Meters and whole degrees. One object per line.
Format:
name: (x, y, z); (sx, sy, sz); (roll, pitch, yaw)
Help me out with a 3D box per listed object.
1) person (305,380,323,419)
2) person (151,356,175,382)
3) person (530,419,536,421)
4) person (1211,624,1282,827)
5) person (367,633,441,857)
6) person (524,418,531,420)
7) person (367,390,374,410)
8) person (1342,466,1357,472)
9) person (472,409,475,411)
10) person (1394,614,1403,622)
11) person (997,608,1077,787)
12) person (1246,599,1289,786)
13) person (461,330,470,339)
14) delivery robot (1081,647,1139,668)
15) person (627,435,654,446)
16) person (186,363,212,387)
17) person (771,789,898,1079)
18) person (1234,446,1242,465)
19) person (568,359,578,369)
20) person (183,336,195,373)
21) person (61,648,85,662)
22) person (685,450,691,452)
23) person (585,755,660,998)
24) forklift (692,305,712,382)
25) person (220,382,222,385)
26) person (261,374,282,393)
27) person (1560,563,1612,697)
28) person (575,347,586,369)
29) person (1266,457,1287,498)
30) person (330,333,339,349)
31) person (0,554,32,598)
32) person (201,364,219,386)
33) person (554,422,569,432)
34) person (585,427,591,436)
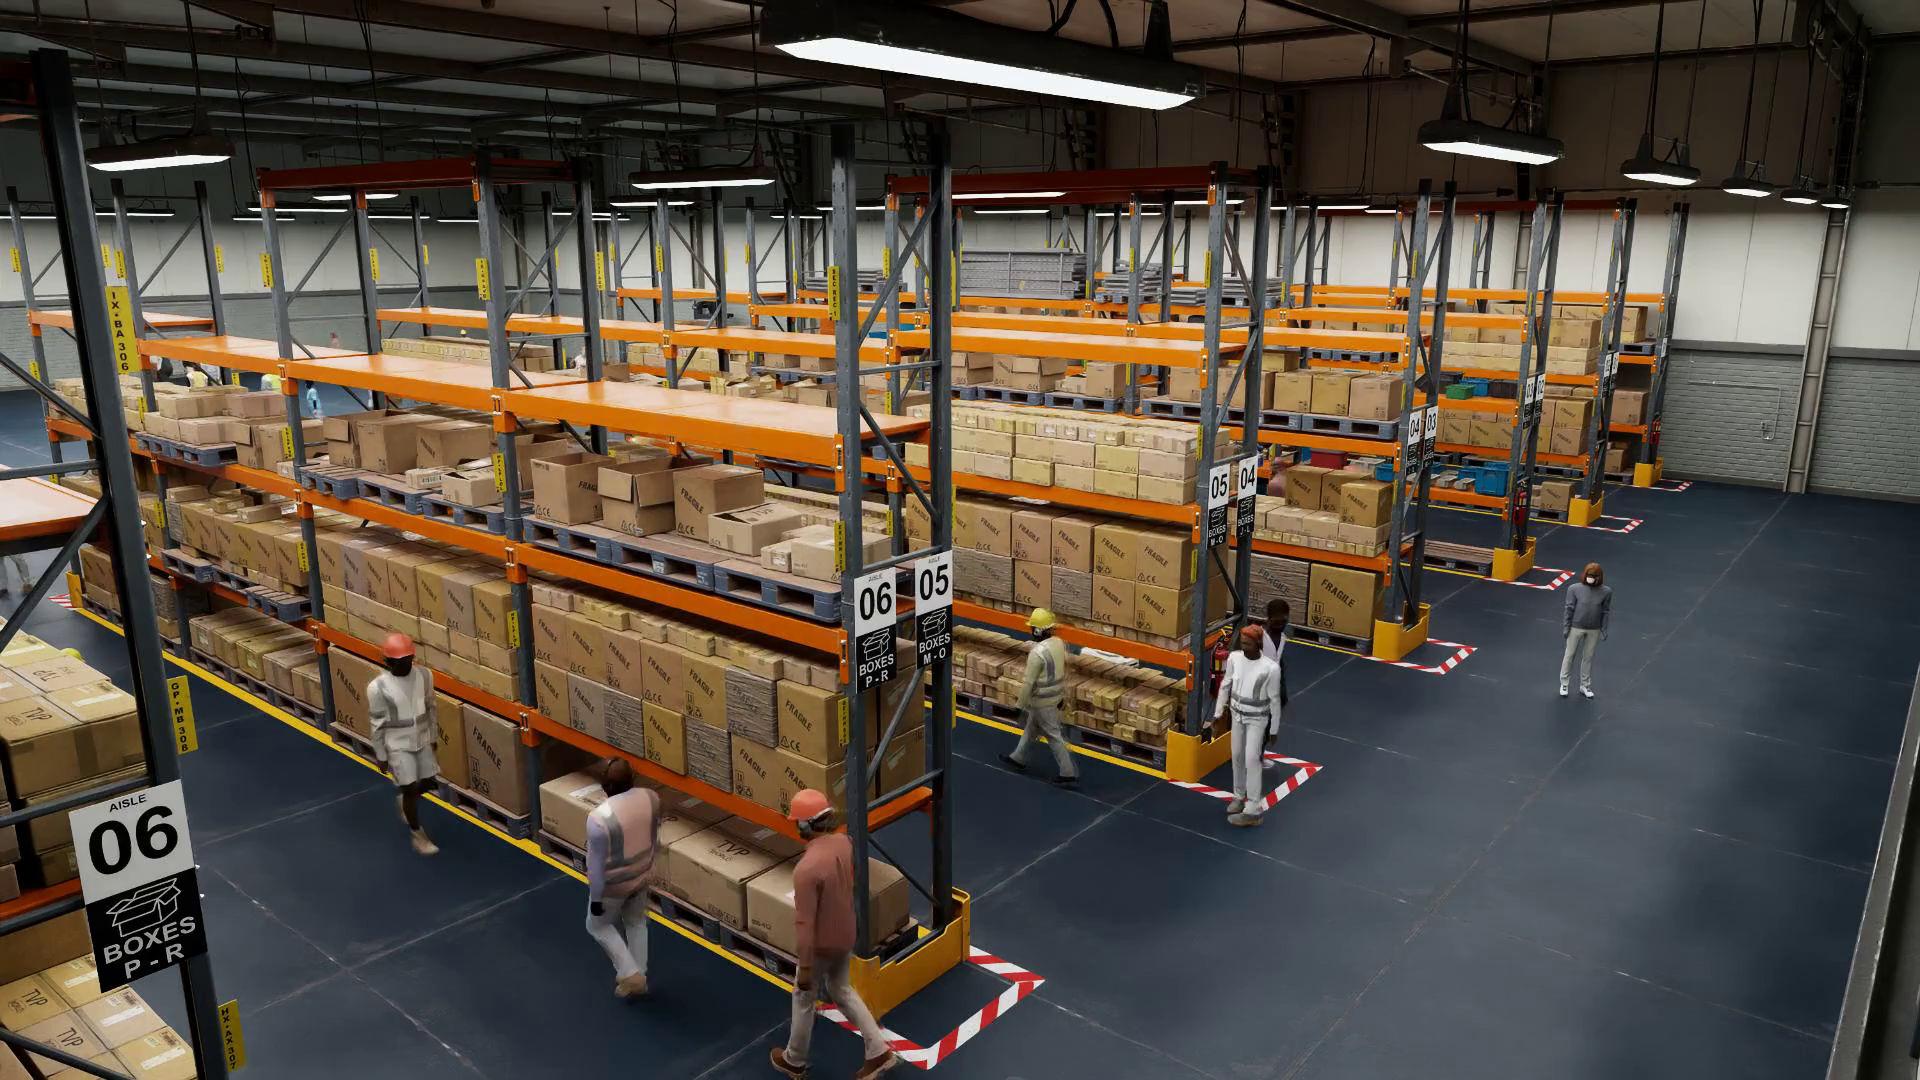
person: (-17.061, -3.458, 33.400); (0.400, 1.661, 0.601); (-8, 16, -30)
person: (-25.648, -5.407, 40.707); (1.008, 2.000, 0.696); (-1, 14, -4)
person: (-11.627, -3.719, 33.844); (0.636, 1.953, 0.563); (9, 16, 33)
person: (2.662, 1.698, 11.755); (0.501, 1.869, 0.586); (-9, 16, -33)
person: (-4.912, 1.769, 11.138); (0.657, 2.026, 0.613); (10, 17, 36)
person: (-10.676, -2.998, 30.902); (0.388, 1.947, 0.614); (-6, 15, -24)
person: (-16.289, -4.051, 35.168); (0.627, 1.990, 1.062); (7, 15, 26)
person: (6.112, -0.246, 19.756); (0.588, 1.861, 0.999); (-7, 15, -27)
person: (-11.205, -2.388, 28.483); (0.593, 1.910, 0.537); (-10, 17, -34)
person: (5.960, 0.199, 18.022); (0.966, 1.831, 0.534); (13, 19, 43)
person: (0.791, 1.552, 12.528); (0.938, 1.782, 0.606); (7, 15, 26)
person: (2.986, 1.504, 12.555); (0.698, 1.876, 0.367); (-13, 18, -42)
person: (-19.310, -7.332, 49.150); (0.529, 1.755, 0.362); (-3, 14, -14)
delivery robot: (1.820, 1.468, 15.329); (0.707, 0.478, 0.477); (13, 19, 43)
person: (-6.128, -1.382, 24.317); (0.554, 1.925, 0.567); (-11, 17, -37)
person: (-21.721, -4.172, 36.031); (0.630, 1.810, 0.864); (-8, 16, -29)
person: (-0.815, 2.562, 8.057); (0.844, 1.946, 0.680); (6, 15, 22)
person: (4.691, -0.664, 21.434); (1.030, 1.883, 0.631); (1, 14, 5)
person: (-11.356, -4.435, 37.142); (0.621, 1.773, 0.974); (6, 15, 23)
person: (-26.141, -5.934, 42.882); (0.377, 1.995, 0.608); (9, 16, 33)
person: (-8.031, 1.828, 11.499); (0.483, 1.737, 0.320); (3, 14, 13)
person: (-4.538, -0.566, 21.004); (1.018, 1.889, 0.614); (7, 15, 27)
person: (-2.401, 2.399, 8.953); (0.453, 1.824, 0.649); (9, 16, 32)
forklift: (-9.511, -7.392, 47.124); (1.873, 2.768, 1.129); (11, 17, 38)
person: (-18.864, -3.236, 32.324); (0.790, 1.733, 0.511); (6, 15, 24)
person: (-19.328, -4.026, 35.405); (0.597, 1.814, 0.644); (7, 15, 27)
person: (7.396, 1.055, 14.886); (0.501, 1.631, 0.285); (2, 14, 9)
person: (-11.947, -5.210, 40.174); (0.664, 1.875, 0.607); (-4, 14, -15)
person: (5.209, -0.420, 20.453); (0.823, 1.876, 0.654); (10, 17, 35)
person: (-24.384, -7.318, 49.339); (0.593, 1.626, 0.515); (-10, 17, -35)
person: (-14.499, -0.093, 19.063); (0.686, 1.924, 0.483); (-3, 14, -11)
person: (-23.872, -5.156, 40.037); (0.425, 1.827, 0.610); (7, 15, 25)
person: (-10.574, -3.518, 33.128); (0.405, 1.906, 0.652); (13, 19, 43)
person: (-8.599, -2.676, 29.708); (0.715, 1.890, 0.589); (7, 15, 27)
